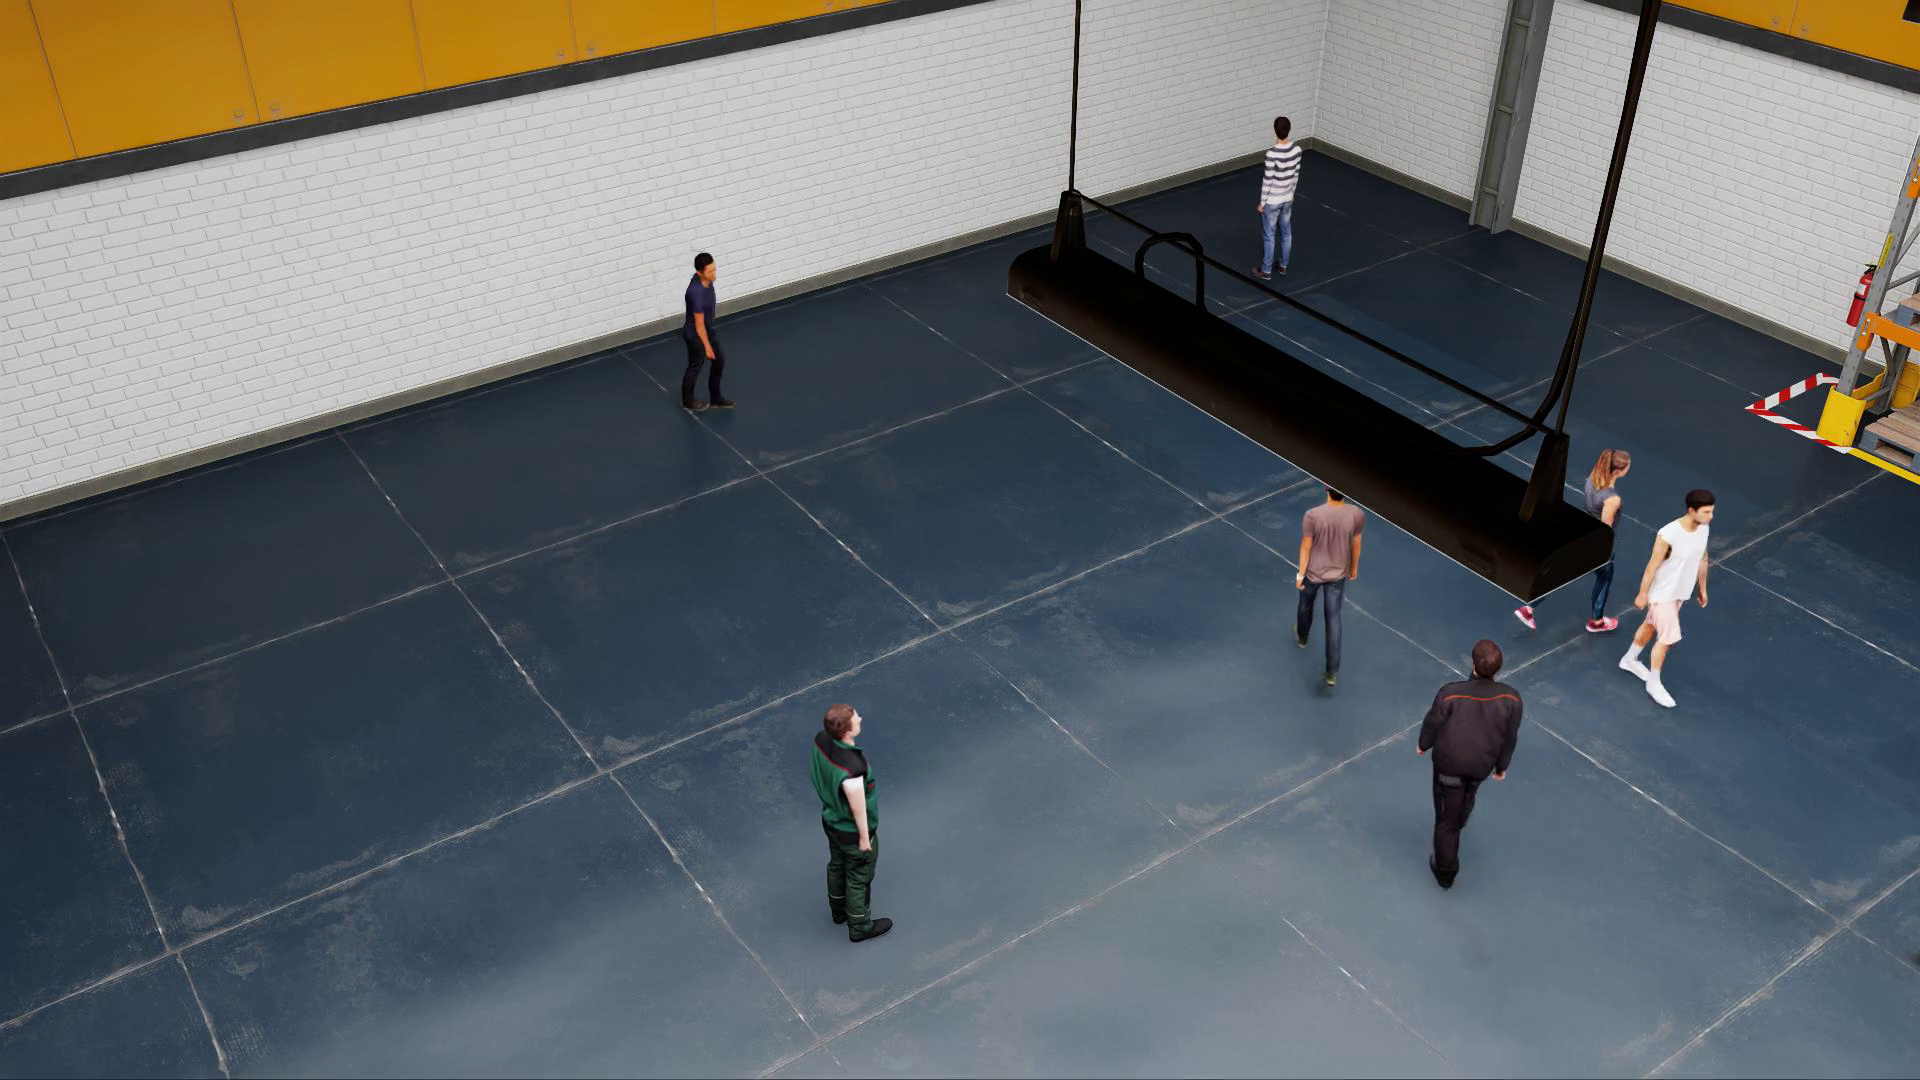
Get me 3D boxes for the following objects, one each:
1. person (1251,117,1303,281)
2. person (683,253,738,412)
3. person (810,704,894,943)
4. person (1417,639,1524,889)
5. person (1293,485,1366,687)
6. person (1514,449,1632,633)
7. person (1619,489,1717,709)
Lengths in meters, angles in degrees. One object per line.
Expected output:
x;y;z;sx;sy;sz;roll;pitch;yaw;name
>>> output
3.583;-3.845;18.708;0.668;1.849;0.560;-17;37;-24;person
-2.561;-1.993;16.023;0.952;1.736;0.892;1;34;2;person
-0.688;1.733;10.321;0.693;1.843;0.526;-23;40;-30;person
3.266;1.491;10.716;1.029;1.808;1.137;-1;34;-2;person
2.792;0.301;12.566;1.050;1.742;1.221;0;34;0;person
4.846;0.040;13.003;0.876;1.694;1.115;-9;35;-13;person
5.262;0.327;12.507;0.647;1.764;0.821;-21;39;-28;person
